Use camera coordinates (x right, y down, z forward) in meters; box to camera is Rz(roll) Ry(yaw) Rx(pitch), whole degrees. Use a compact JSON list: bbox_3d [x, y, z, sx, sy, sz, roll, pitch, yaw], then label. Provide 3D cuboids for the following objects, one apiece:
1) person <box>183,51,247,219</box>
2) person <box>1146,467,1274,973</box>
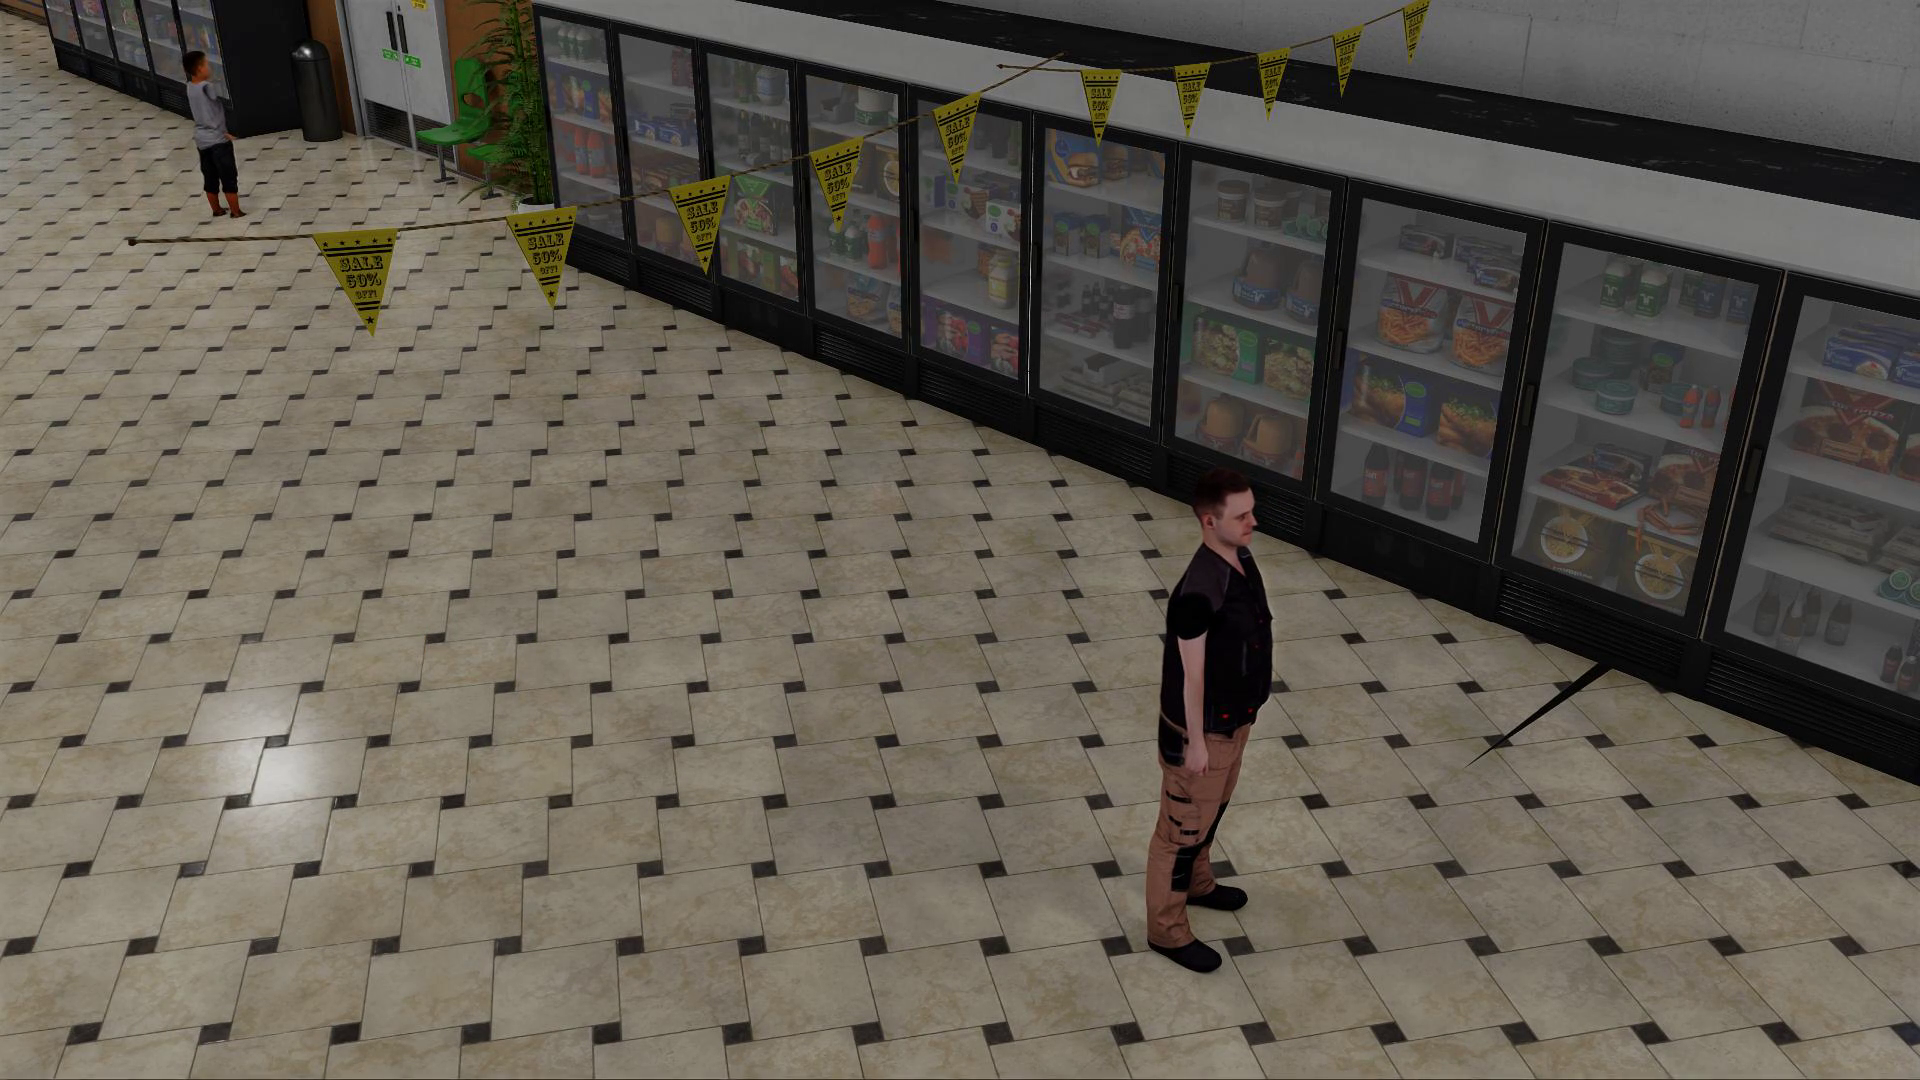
[{"bbox_3d":[-6.406,-3.493,14.216,0.641,1.454,0.639,9,28,17],"label":"person"},{"bbox_3d":[0.842,0.590,5.736,0.819,1.842,0.664,11,29,21],"label":"person"}]
